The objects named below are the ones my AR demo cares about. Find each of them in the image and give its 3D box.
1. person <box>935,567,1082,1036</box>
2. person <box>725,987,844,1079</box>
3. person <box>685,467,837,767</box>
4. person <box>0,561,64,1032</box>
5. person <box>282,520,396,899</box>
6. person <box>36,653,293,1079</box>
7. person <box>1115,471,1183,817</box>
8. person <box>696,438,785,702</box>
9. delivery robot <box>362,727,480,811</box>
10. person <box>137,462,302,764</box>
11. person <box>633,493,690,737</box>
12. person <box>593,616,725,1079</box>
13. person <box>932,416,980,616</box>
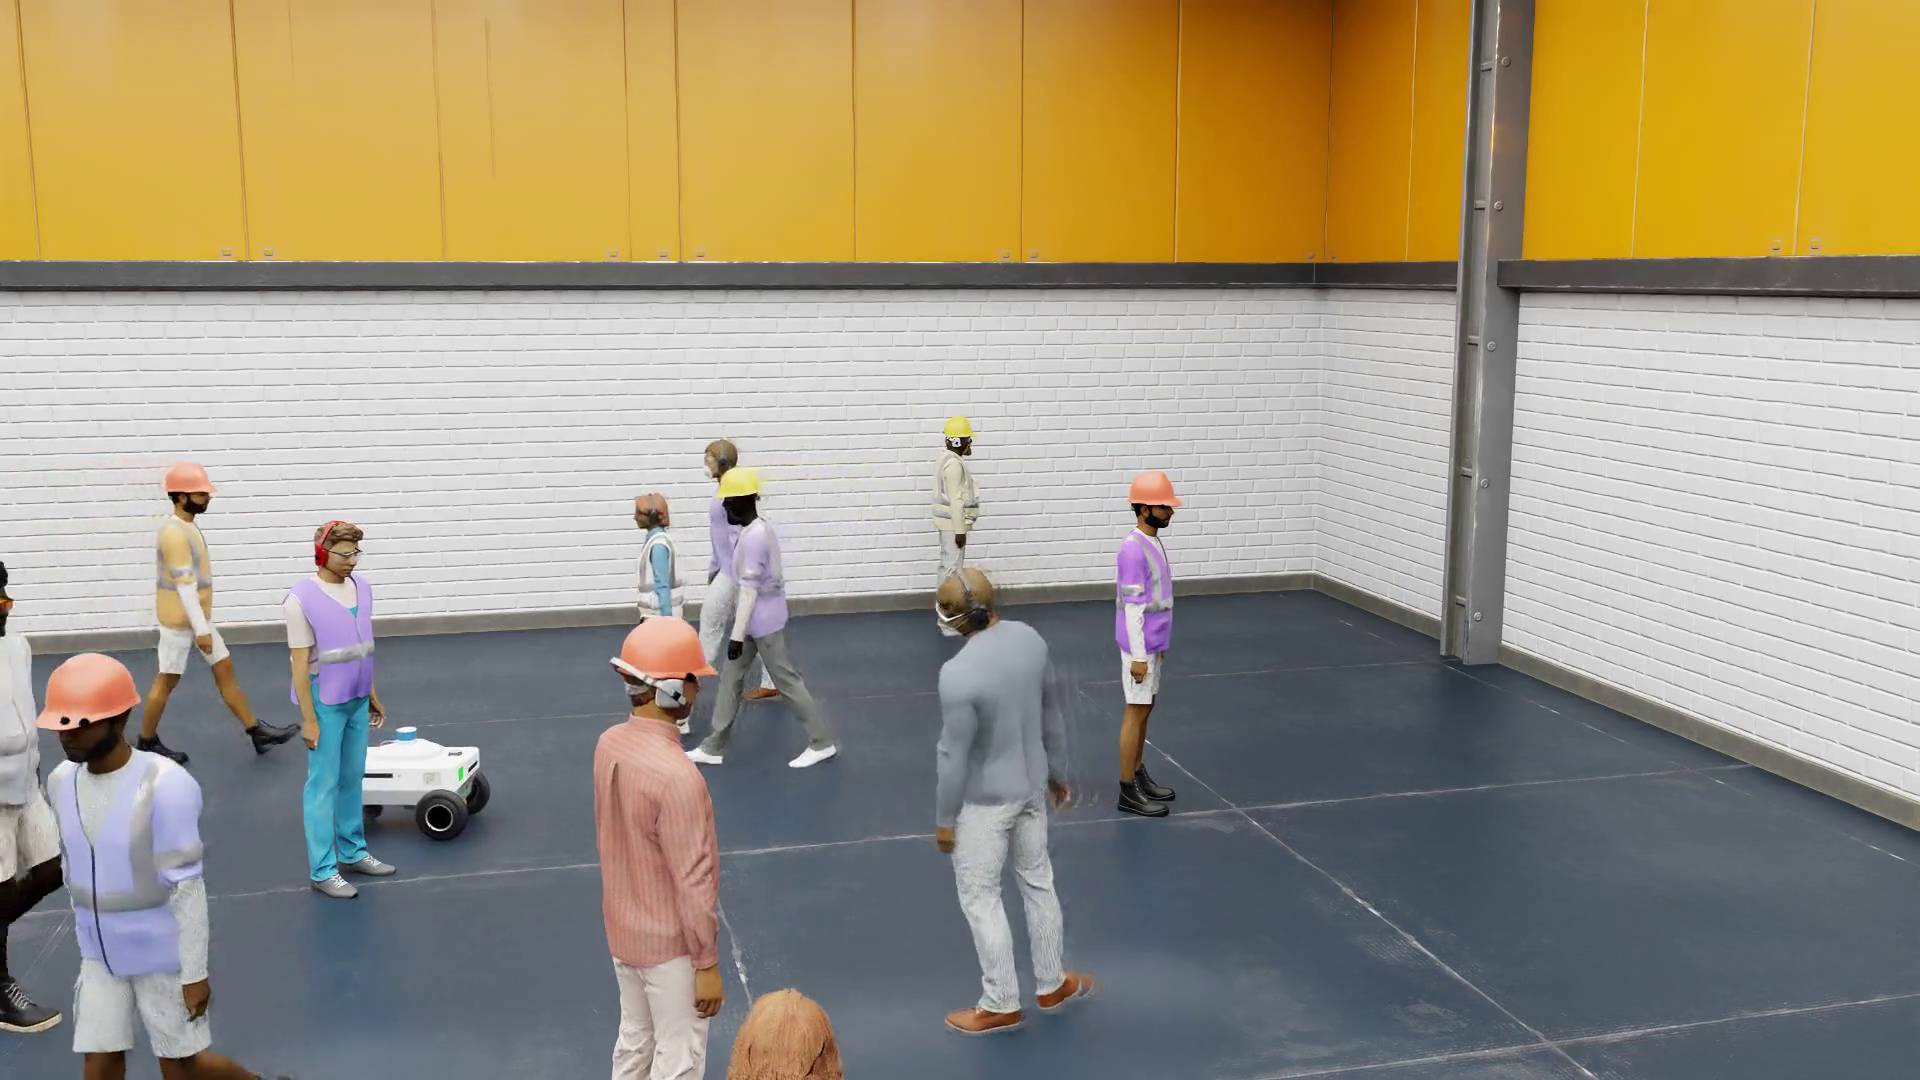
[{"bbox_3d":[0.200,1.028,6.698,0.387,1.900,0.798,8,12,40],"label":"person"},{"bbox_3d":[-0.356,1.708,3.312,0.506,1.610,0.686,1,9,6],"label":"person"},{"bbox_3d":[-1.231,0.487,10.150,1.001,1.873,0.584,-2,9,-13],"label":"person"},{"bbox_3d":[-3.869,1.007,6.620,0.465,1.945,0.627,1,9,6],"label":"person"},{"bbox_3d":[-3.067,0.813,8.179,0.389,1.838,0.563,2,9,15],"label":"person"},{"bbox_3d":[-2.534,1.246,5.266,0.550,1.914,0.762,2,9,15],"label":"person"},{"bbox_3d":[1.061,0.573,9.365,0.356,1.937,0.552,3,9,16],"label":"person"},{"bbox_3d":[-1.686,0.245,11.604,1.005,1.875,0.659,-1,9,-8],"label":"person"},{"bbox_3d":[-3.004,1.264,9.064,0.707,0.478,0.477,0,9,0],"label":"delivery robot"},{"bbox_3d":[-4.646,0.463,10.213,0.997,1.880,0.565,-2,9,-14],"label":"person"},{"bbox_3d":[-2.029,0.505,10.746,0.590,1.616,0.546,-2,9,-11],"label":"person"},{"bbox_3d":[-0.909,1.220,5.154,0.382,1.993,0.609,-7,11,-37],"label":"person"},{"bbox_3d":[-0.032,-0.140,14.137,0.404,1.835,0.590,-1,9,-7],"label":"person"}]
